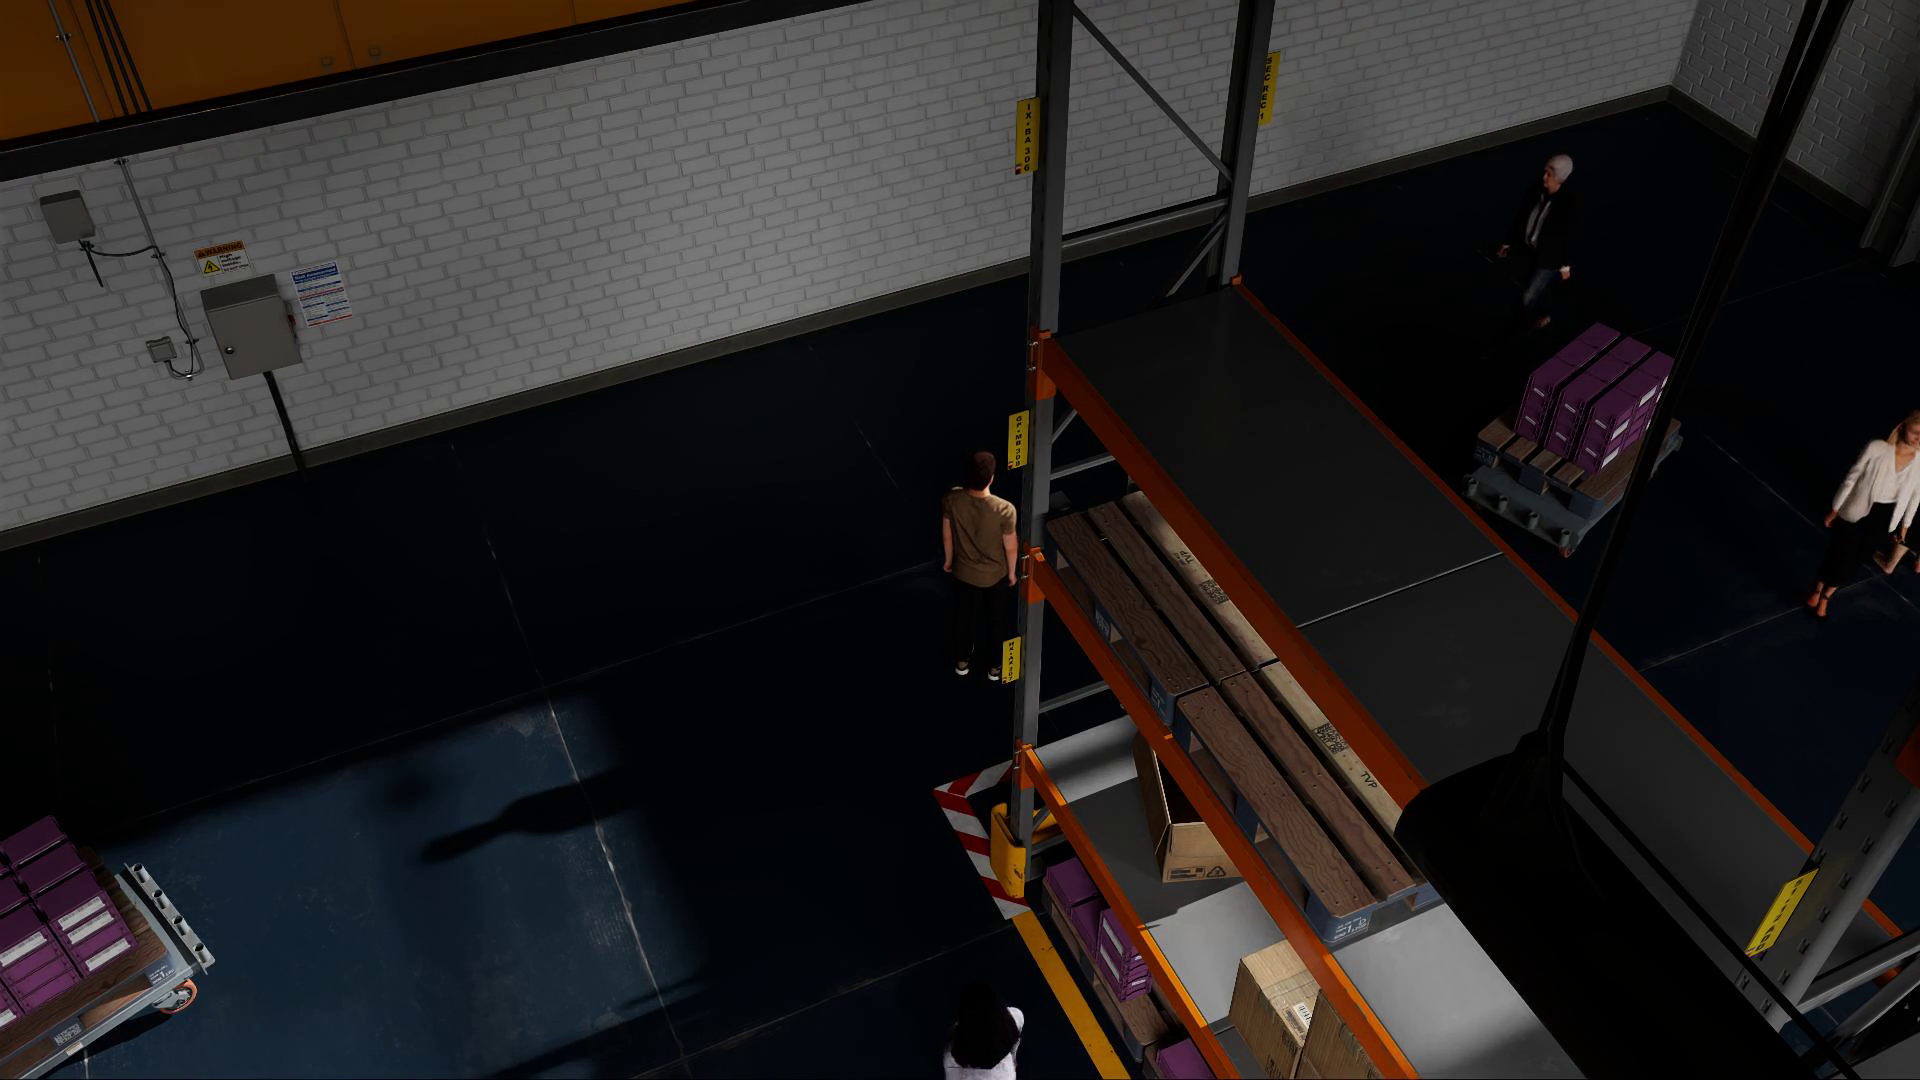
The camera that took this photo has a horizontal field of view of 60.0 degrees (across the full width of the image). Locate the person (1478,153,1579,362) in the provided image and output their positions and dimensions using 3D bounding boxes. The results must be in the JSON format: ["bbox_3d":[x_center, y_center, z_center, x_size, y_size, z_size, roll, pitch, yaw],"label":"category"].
[{"bbox_3d":[4.538,-2.216,12.693,0.731,1.757,1.065,-19,47,-19],"label":"person"}]

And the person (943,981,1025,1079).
[{"bbox_3d":[0.158,2.724,8.102,0.634,1.713,0.994,-21,47,-20],"label":"person"}]

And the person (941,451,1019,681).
[{"bbox_3d":[0.122,0.175,10.678,0.740,1.851,0.803,14,45,15],"label":"person"}]

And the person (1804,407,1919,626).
[{"bbox_3d":[5.995,-0.187,11.058,0.778,1.850,0.810,6,44,6],"label":"person"}]
